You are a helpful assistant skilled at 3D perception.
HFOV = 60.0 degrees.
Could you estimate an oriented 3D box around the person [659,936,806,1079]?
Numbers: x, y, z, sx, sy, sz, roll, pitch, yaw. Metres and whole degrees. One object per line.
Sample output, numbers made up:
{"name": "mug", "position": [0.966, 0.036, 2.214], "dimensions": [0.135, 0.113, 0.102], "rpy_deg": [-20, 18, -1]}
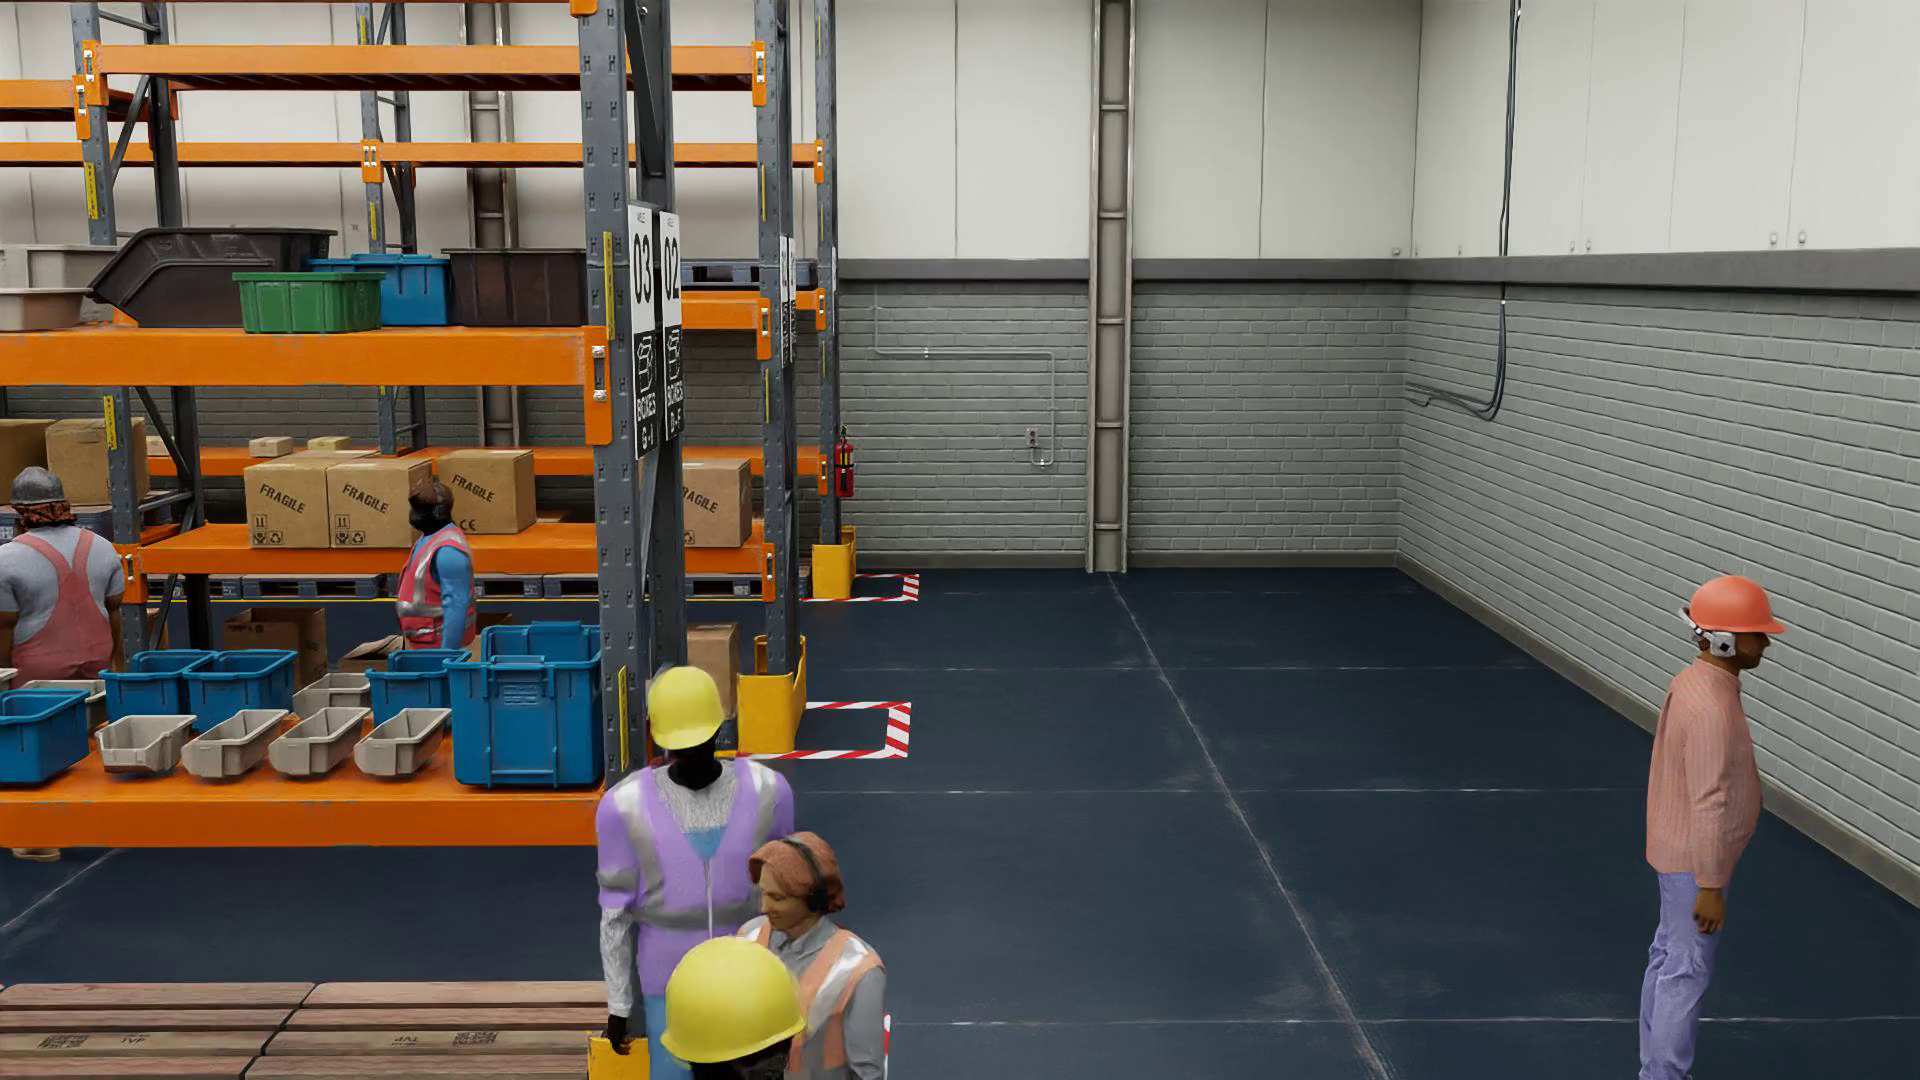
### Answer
{"name": "person", "position": [-0.319, 1.625, 2.863], "dimensions": [0.603, 1.905, 0.534], "rpy_deg": [-6, 11, -33]}

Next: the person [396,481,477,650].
{"name": "person", "position": [-2.978, 0.580, 9.480], "dimensions": [0.429, 1.842, 0.633], "rpy_deg": [-5, 10, -28]}

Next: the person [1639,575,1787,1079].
{"name": "person", "position": [2.596, 1.103, 5.799], "dimensions": [0.392, 1.995, 0.612], "rpy_deg": [3, 10, 18]}

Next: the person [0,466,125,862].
{"name": "person", "position": [-4.713, 0.619, 8.626], "dimensions": [0.535, 2.000, 0.684], "rpy_deg": [5, 11, 29]}

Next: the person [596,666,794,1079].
{"name": "person", "position": [-0.763, 1.292, 4.974], "dimensions": [0.617, 1.909, 0.467], "rpy_deg": [-3, 10, -19]}

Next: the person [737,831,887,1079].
{"name": "person", "position": [-0.380, 1.533, 4.281], "dimensions": [0.524, 1.632, 0.314], "rpy_deg": [8, 12, 39]}
